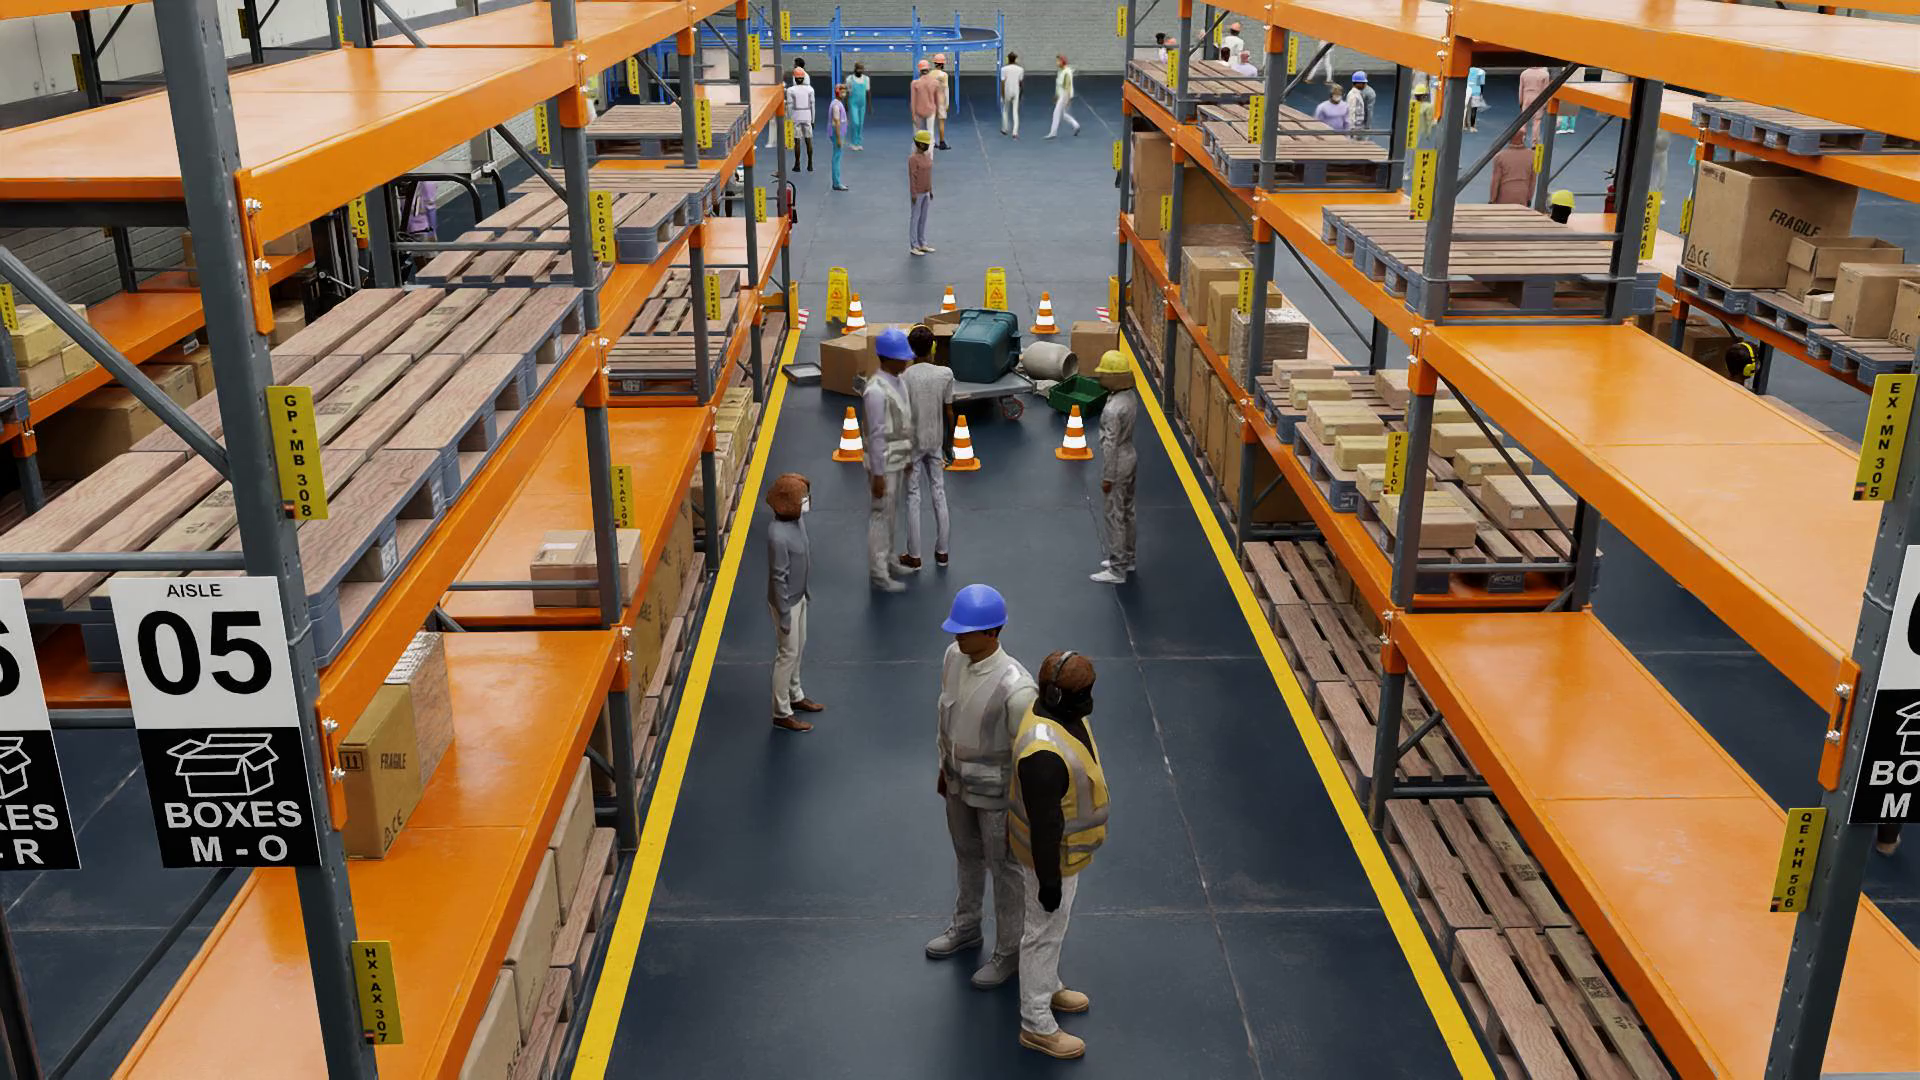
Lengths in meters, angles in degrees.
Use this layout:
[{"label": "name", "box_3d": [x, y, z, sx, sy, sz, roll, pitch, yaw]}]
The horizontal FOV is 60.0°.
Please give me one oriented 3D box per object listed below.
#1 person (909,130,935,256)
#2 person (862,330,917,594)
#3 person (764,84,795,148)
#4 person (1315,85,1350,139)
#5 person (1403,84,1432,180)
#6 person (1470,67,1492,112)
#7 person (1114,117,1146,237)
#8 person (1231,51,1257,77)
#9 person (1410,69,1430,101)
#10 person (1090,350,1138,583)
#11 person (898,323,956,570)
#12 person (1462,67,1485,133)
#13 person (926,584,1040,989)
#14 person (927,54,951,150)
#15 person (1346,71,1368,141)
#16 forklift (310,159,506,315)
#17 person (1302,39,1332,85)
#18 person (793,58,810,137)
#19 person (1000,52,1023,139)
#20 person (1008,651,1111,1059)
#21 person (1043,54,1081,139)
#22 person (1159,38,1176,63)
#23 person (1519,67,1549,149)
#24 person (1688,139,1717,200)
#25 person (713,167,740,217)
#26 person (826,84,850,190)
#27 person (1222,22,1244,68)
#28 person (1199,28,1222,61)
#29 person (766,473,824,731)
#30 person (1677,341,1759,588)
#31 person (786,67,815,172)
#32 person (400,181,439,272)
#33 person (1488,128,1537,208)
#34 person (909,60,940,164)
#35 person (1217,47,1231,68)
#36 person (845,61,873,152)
[{"label": "person", "box_3d": [-0.548, -5.008, 23.978, 0.316, 1.765, 0.523, 11, 23, 27]}, {"label": "person", "box_3d": [-0.503, -0.574, 12.043, 0.434, 1.938, 0.631, 5, 21, 12]}, {"label": "person", "box_3d": [-3.755, -9.068, 34.941, 0.520, 1.604, 0.819, 17, 27, 38]}, {"label": "person", "box_3d": [6.413, -6.947, 28.917, 0.664, 1.907, 0.665, -8, 22, -19]}, {"label": "person", "box_3d": [8.484, -7.579, 30.832, 0.917, 1.720, 0.527, -19, 28, -41]}, {"label": "person", "box_3d": [12.685, -11.466, 40.842, 0.654, 1.902, 0.947, -12, 24, -29]}, {"label": "person", "box_3d": [2.633, -5.467, 25.048, 1.011, 1.861, 0.621, -18, 27, -40]}, {"label": "person", "box_3d": [6.067, -9.488, 35.619, 0.651, 1.907, 0.409, 11, 23, 27]}, {"label": "person", "box_3d": [10.332, -10.136, 37.433, 0.544, 1.829, 0.498, -1, 21, -3]}, {"label": "person", "box_3d": [1.130, -0.541, 12.212, 0.324, 1.737, 0.488, 8, 22, 21]}, {"label": "person", "box_3d": [-0.287, -0.693, 12.424, 0.533, 1.868, 0.310, -8, 22, -19]}, {"label": "person", "box_3d": [11.478, -9.996, 37.266, 0.529, 1.689, 0.321, 15, 26, 35]}, {"label": "person", "box_3d": [0.099, 1.103, 7.567, 0.388, 1.947, 0.611, -16, 26, -37]}, {"label": "person", "box_3d": [-0.429, -9.099, 34.547, 0.553, 1.935, 0.362, 16, 26, 37]}, {"label": "person", "box_3d": [7.263, -7.638, 30.670, 0.388, 1.947, 0.614, 7, 22, 18]}, {"label": "forklift", "box_3d": [-5.622, -2.910, 17.832, 2.313, 2.155, 1.214, -1, 21, -1]}, {"label": "person", "box_3d": [10.342, -14.007, 47.665, 1.000, 1.824, 0.593, 19, 28, 40]}, {"label": "person", "box_3d": [-3.474, -9.702, 36.476, 0.322, 1.696, 0.536, -15, 25, -34]}, {"label": "person", "box_3d": [1.113, -9.718, 36.348, 0.562, 1.819, 0.963, -4, 21, -10]}, {"label": "person", "box_3d": [0.425, 1.322, 7.142, 0.429, 1.839, 0.633, 3, 21, 9]}, {"label": "person", "box_3d": [2.234, -9.654, 36.211, 0.837, 1.798, 0.617, -4, 21, -11]}, {"label": "person", "box_3d": [4.876, -11.061, 39.833, 0.580, 1.886, 0.940, -9, 23, -23]}, {"label": "person", "box_3d": [11.951, -9.111, 34.621, 0.641, 1.910, 0.405, 18, 27, 39]}, {"label": "person", "box_3d": [11.653, -5.865, 26.126, 0.390, 1.847, 0.566, 11, 23, 26]}, {"label": "person", "box_3d": [-3.596, -5.651, 25.434, 0.360, 1.935, 0.552, 18, 27, 39]}, {"label": "person", "box_3d": [-2.175, -7.160, 29.563, 0.396, 1.837, 0.564, -1, 21, -2]}, {"label": "person", "box_3d": [7.015, -12.257, 42.771, 0.633, 2.023, 0.431, 16, 26, 36]}, {"label": "person", "box_3d": [6.959, -13.460, 45.931, 0.679, 2.000, 0.537, 13, 24, 31]}, {"label": "person", "box_3d": [-1.008, 0.366, 9.969, 0.289, 1.622, 0.508, 3, 21, 7]}, {"label": "person", "box_3d": [5.476, -0.507, 11.931, 0.327, 1.874, 0.519, -10, 23, -25]}, {"label": "person", "box_3d": [-3.023, -7.986, 31.599, 0.545, 1.942, 0.352, -7, 22, -19]}, {"label": "person", "box_3d": [-6.671, -3.818, 20.458, 0.601, 2.035, 0.400, 13, 24, 30]}, {"label": "person", "box_3d": [7.665, -4.768, 23.150, 0.640, 1.904, 0.401, 0, 21, -1]}, {"label": "person", "box_3d": [-0.716, -8.432, 32.748, 0.645, 1.950, 0.975, -6, 21, -15]}, {"label": "person", "box_3d": [5.758, -9.915, 36.753, 0.411, 1.906, 0.600, -8, 22, -19]}, {"label": "person", "box_3d": [-2.077, -8.921, 34.255, 0.512, 1.811, 0.701, -10, 23, -25]}]
